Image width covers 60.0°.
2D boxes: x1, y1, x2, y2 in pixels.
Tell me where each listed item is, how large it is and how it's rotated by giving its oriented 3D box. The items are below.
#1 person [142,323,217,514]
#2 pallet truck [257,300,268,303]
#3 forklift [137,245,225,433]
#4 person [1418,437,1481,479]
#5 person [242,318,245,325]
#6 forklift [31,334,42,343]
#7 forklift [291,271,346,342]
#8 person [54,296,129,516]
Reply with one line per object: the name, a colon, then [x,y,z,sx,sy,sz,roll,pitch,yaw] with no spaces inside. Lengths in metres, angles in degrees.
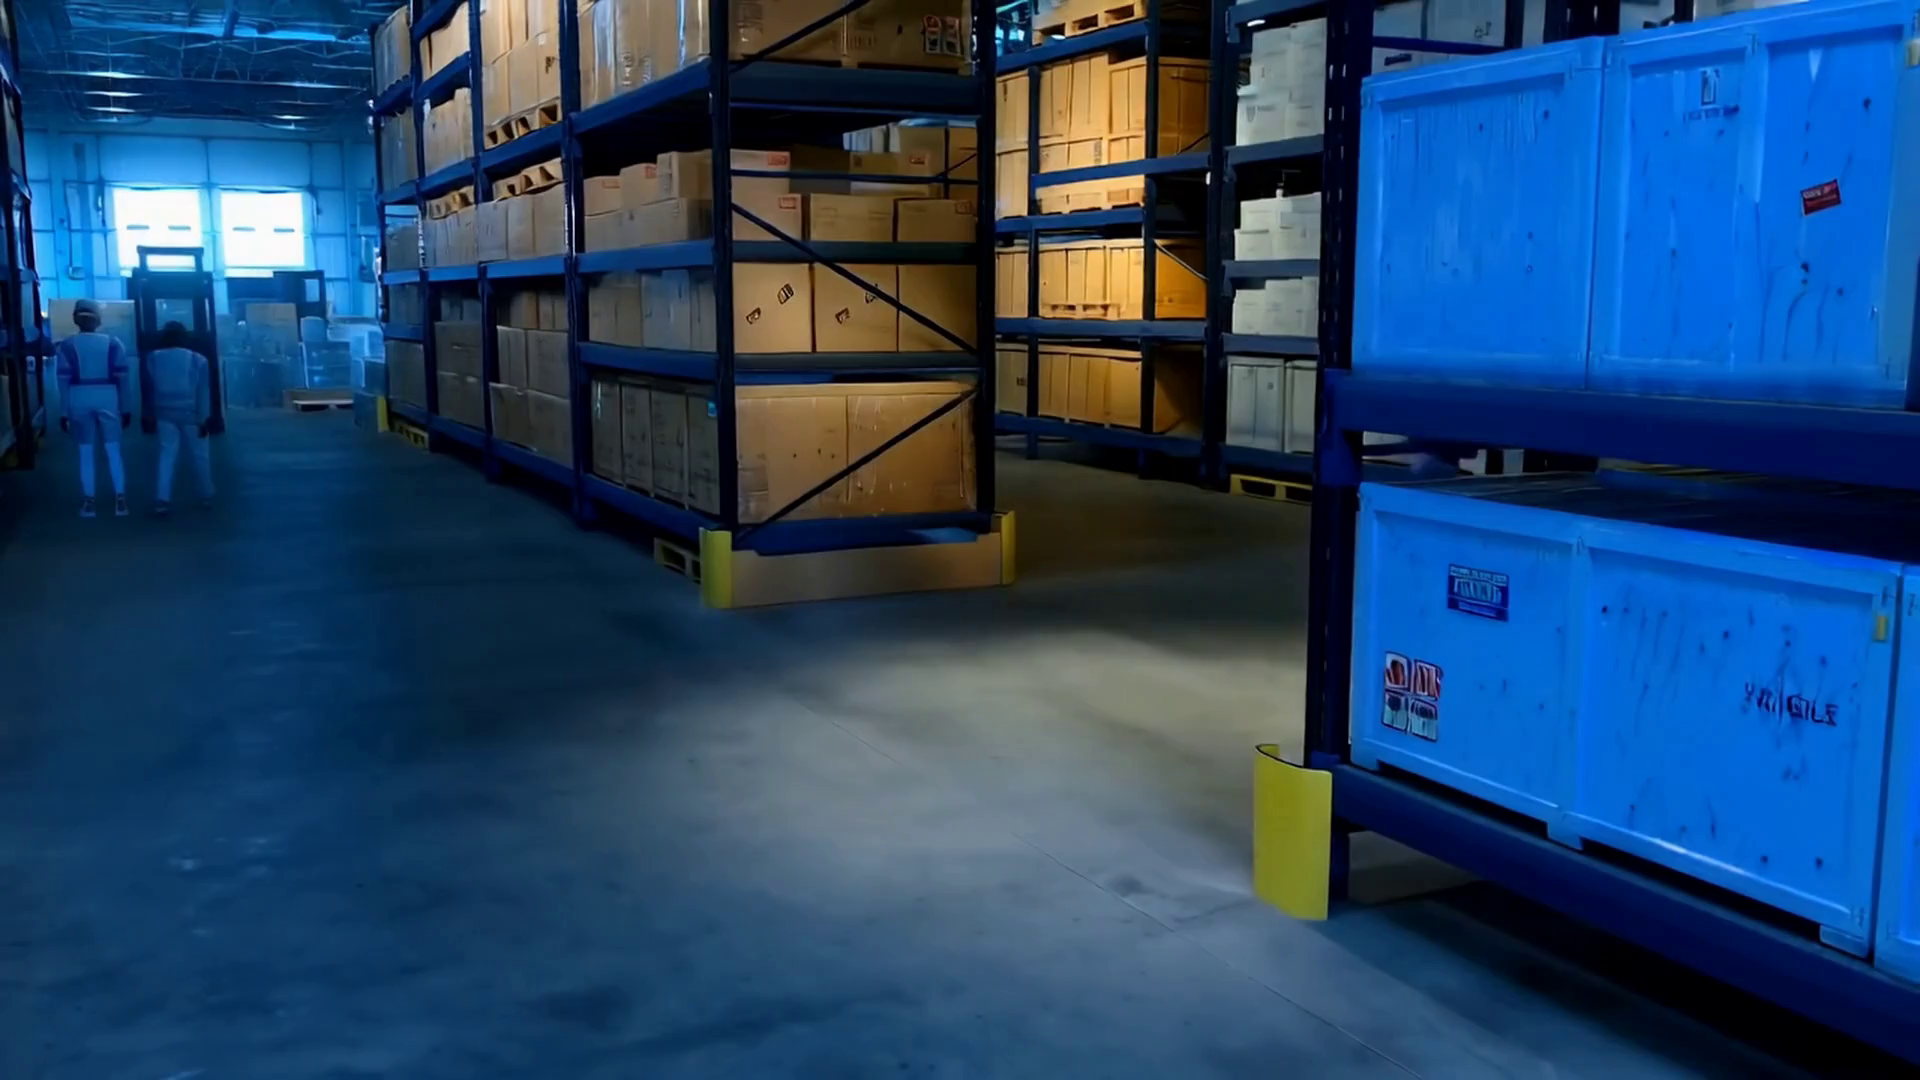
person: [-7.413,-1.159,15.806,0.624,1.805,0.838,-2,8,-12]
pallet truck: [-23.913,-7.404,58.171,1.885,1.965,0.823,-1,8,-9]
forklift: [-11.976,-3.093,25.417,1.129,2.768,1.873,-4,9,-26]
person: [2.066,0.209,7.019,0.703,1.603,0.521,0,8,2]
person: [-16.546,-4.596,39.081,0.590,1.919,0.395,-8,11,-43]
forklift: [-30.382,-7.219,53.872,1.129,2.768,1.873,-4,9,-26]
forklift: [-18.602,-6.327,47.715,1.873,2.768,1.129,6,10,37]
person: [-8.104,-1.247,15.560,0.605,2.045,0.377,-6,10,-36]
